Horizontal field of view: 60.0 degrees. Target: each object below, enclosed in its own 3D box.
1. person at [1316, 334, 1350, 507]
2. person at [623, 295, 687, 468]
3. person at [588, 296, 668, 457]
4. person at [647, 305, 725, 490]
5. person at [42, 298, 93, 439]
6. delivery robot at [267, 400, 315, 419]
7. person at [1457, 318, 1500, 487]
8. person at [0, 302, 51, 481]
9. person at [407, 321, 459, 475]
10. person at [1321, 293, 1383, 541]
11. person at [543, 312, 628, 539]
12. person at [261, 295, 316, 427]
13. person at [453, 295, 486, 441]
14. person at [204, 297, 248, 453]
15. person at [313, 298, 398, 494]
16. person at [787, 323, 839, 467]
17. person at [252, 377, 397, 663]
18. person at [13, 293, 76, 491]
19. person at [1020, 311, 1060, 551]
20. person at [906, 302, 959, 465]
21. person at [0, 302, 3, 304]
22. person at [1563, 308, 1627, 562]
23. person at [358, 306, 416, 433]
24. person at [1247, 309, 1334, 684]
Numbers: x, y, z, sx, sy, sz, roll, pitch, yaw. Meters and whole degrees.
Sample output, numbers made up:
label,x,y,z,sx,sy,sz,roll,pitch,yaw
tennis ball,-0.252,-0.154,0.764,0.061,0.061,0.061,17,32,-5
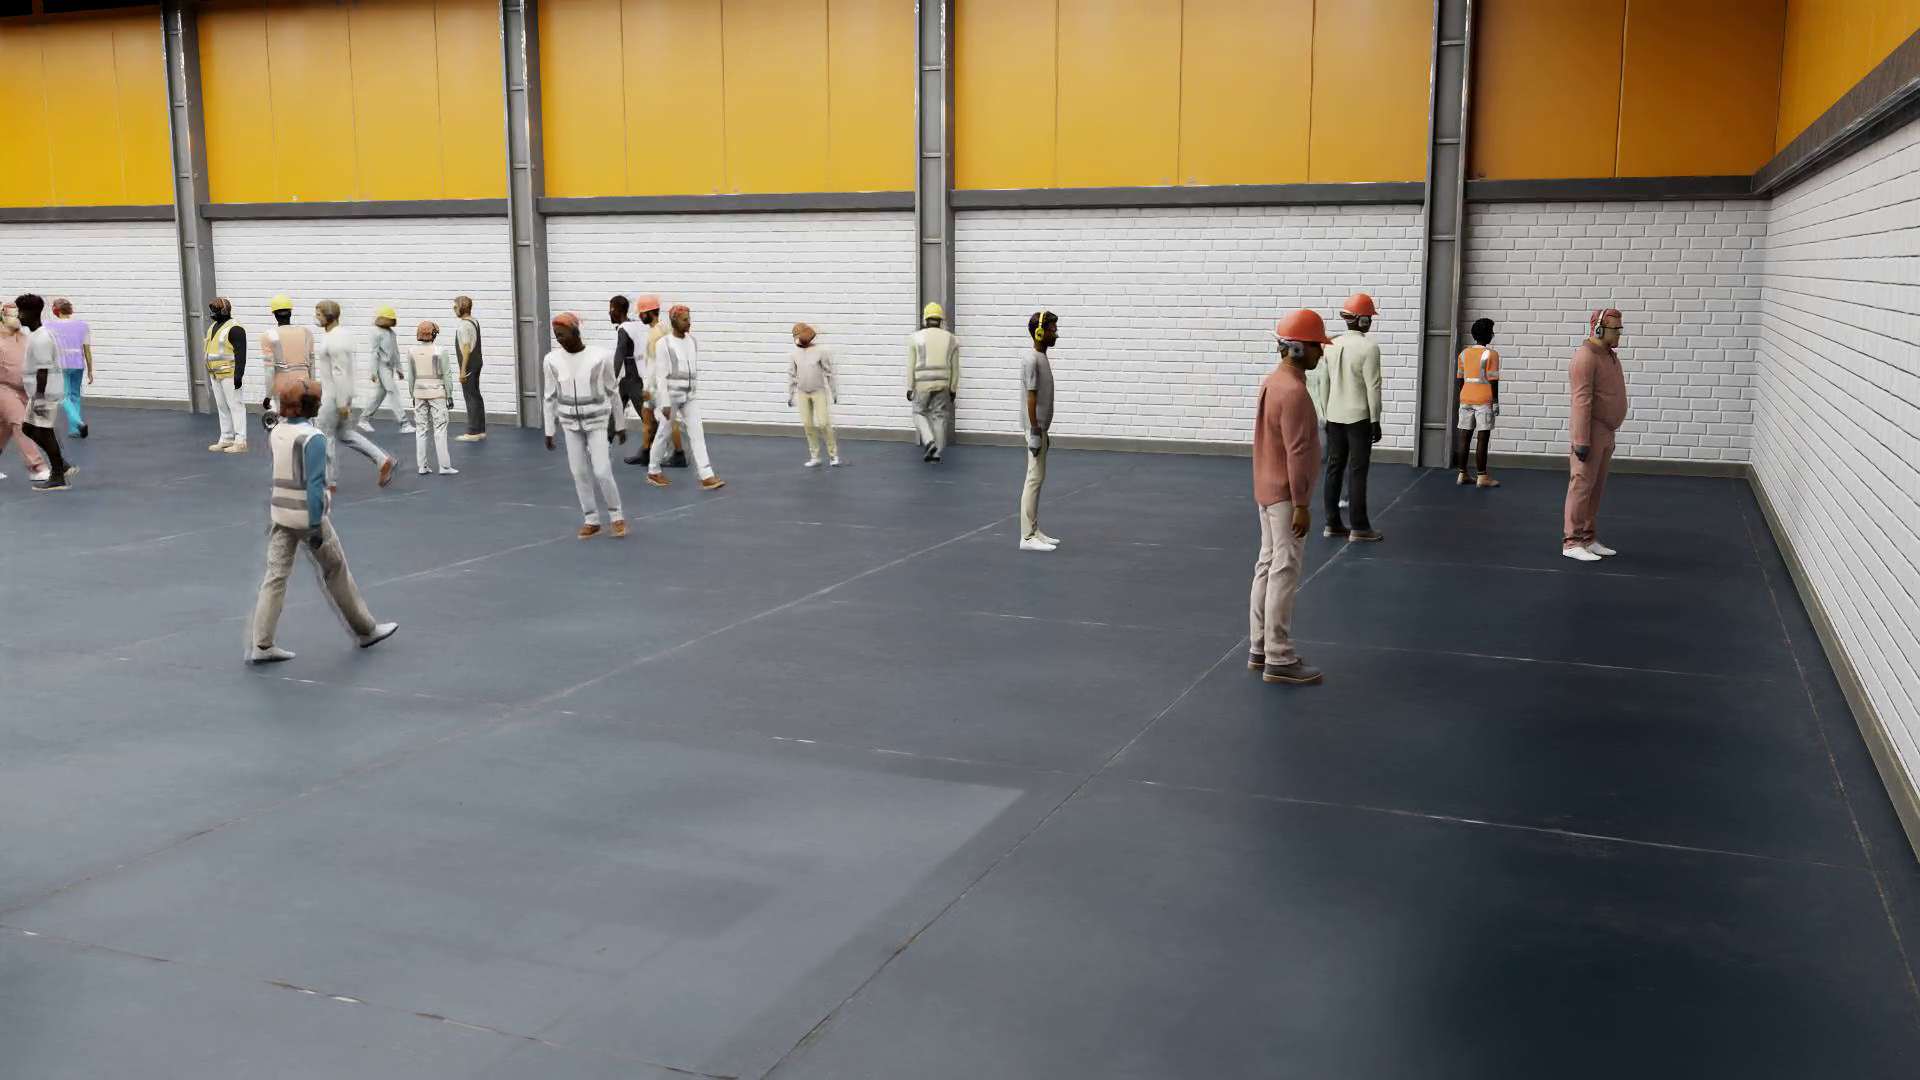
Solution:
label,x,y,z,sx,sy,sz,roll,pitch,yaw
person,3.351,-1.075,15.181,0.715,1.609,0.504,-4,10,-22
person,-3.398,-1.717,18.177,0.854,1.895,0.569,-1,9,-5
person,-3.856,-1.856,19.122,1.009,1.866,0.597,-2,10,-11
person,-2.789,-1.412,16.536,1.010,1.831,0.592,7,12,36
person,-11.334,-2.164,21.168,0.800,1.813,0.582,9,13,43
delivery robot,-8.925,-1.781,22.340,0.707,0.478,0.477,1,9,8
person,5.225,-1.379,16.739,0.319,1.697,0.532,-5,11,-27
person,-9.823,-1.529,17.221,1.031,1.858,0.659,1,9,6
person,-5.608,-1.498,17.640,0.511,1.638,0.307,2,10,13
person,3.191,-0.993,13.493,0.386,1.996,0.610,-5,11,-30
person,-3.047,-0.917,13.453,0.603,1.855,0.462,1,9,7
person,-6.903,-1.551,17.107,0.383,1.921,0.585,7,12,35
person,-6.230,-2.172,21.097,0.328,1.842,0.515,0,9,2
person,-8.756,-1.960,19.819,0.633,1.842,0.429,7,12,36
person,-6.001,-1.395,16.203,0.856,1.914,0.633,-3,10,-15
person,-1.644,-1.594,18.328,0.526,1.597,0.416,4,10,21
person,-3.676,-0.123,9.416,0.538,1.585,0.851,7,12,38
person,-9.068,-1.449,16.398,0.419,1.949,0.629,-5,11,-29
person,0.630,-0.854,13.045,0.312,1.866,0.538,2,10,10
person,-0.304,-1.729,18.496,0.610,1.813,0.445,-3,10,-19
person,-13.870,-2.592,24.076,0.537,1.699,0.321,7,12,38
person,4.820,-0.792,12.580,0.402,1.903,0.643,7,12,37
person,-7.668,-2.269,22.133,0.927,1.692,0.485,2,9,9
person,1.773,-0.239,8.935,0.398,1.989,0.621,-1,9,-4
